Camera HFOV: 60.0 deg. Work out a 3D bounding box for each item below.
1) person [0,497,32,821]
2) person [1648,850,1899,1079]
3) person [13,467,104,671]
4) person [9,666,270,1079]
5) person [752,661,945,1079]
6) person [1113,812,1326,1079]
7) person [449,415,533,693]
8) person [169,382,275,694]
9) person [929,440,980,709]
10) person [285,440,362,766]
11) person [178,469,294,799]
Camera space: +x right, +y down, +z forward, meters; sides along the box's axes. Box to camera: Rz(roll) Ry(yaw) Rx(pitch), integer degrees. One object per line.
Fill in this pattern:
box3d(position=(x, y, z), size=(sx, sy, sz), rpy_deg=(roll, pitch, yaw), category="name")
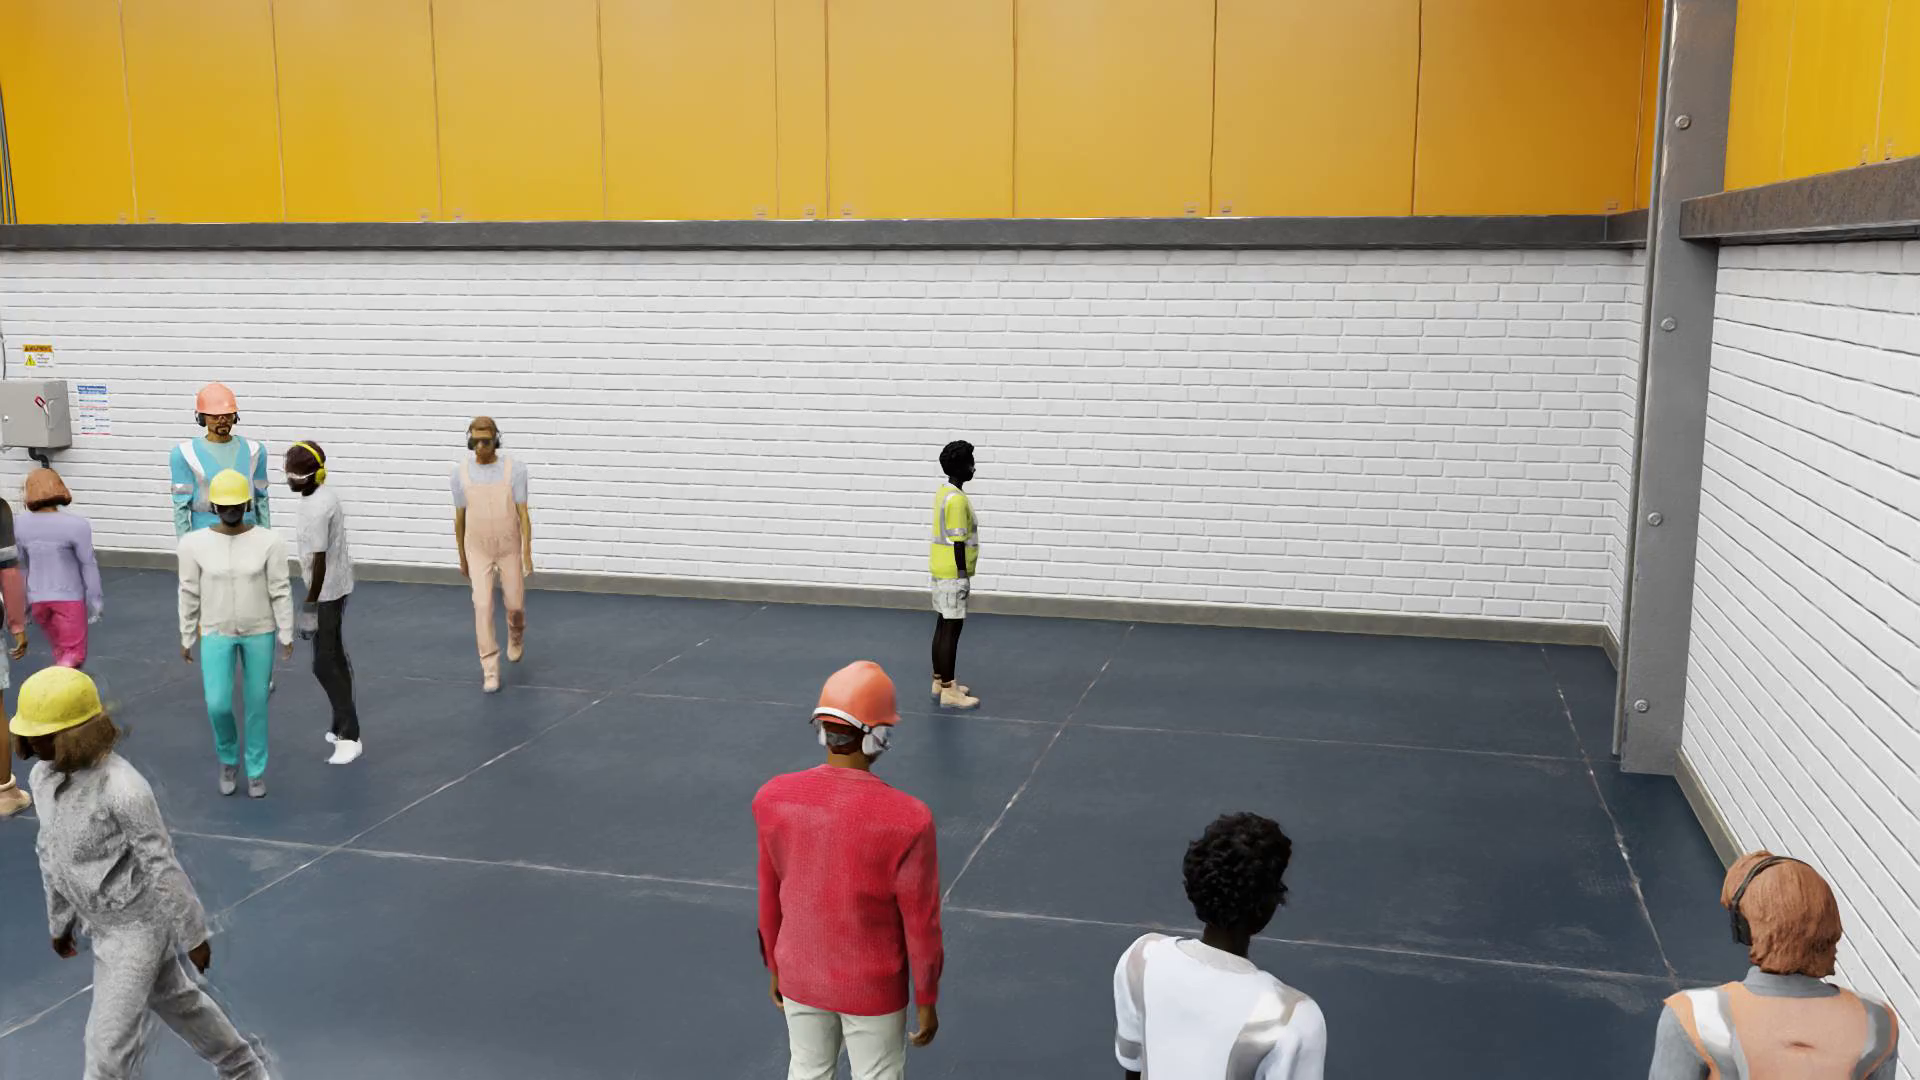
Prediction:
box3d(position=(-5.007, 0.415, 8.309), size=(0.613, 2.048, 0.362), rpy_deg=(-4, 10, -21), category="person")
box3d(position=(1.655, 1.449, 3.452), size=(0.526, 1.632, 0.312), rpy_deg=(-1, 10, -4), category="person")
box3d(position=(-5.383, 0.373, 9.857), size=(0.516, 1.606, 0.719), rpy_deg=(1, 10, 4), category="person")
box3d(position=(-2.523, 1.153, 5.035), size=(0.524, 1.686, 0.945), rpy_deg=(6, 11, 32), category="person")
box3d(position=(-0.294, 1.195, 4.630), size=(0.571, 1.738, 0.354), rpy_deg=(5, 11, 25), category="person")
box3d(position=(0.544, 1.404, 3.542), size=(0.319, 1.691, 0.540), rpy_deg=(-9, 13, -42), category="person")
box3d(position=(-3.100, 0.061, 11.077), size=(0.523, 1.816, 0.720), rpy_deg=(-2, 10, -12), category="person")
box3d(position=(-4.725, 0.006, 10.728), size=(0.608, 2.044, 0.377), rpy_deg=(-9, 13, -44), category="person")
box3d(position=(-0.033, 0.209, 10.553), size=(0.317, 1.695, 0.540), rpy_deg=(-2, 10, -10), category="person")
box3d(position=(-3.624, 0.331, 9.457), size=(0.334, 1.835, 0.657), rpy_deg=(-3, 10, -18), category="person")
box3d(position=(-3.756, 0.498, 8.664), size=(0.549, 1.749, 0.378), rpy_deg=(-5, 11, -27), category="person")
